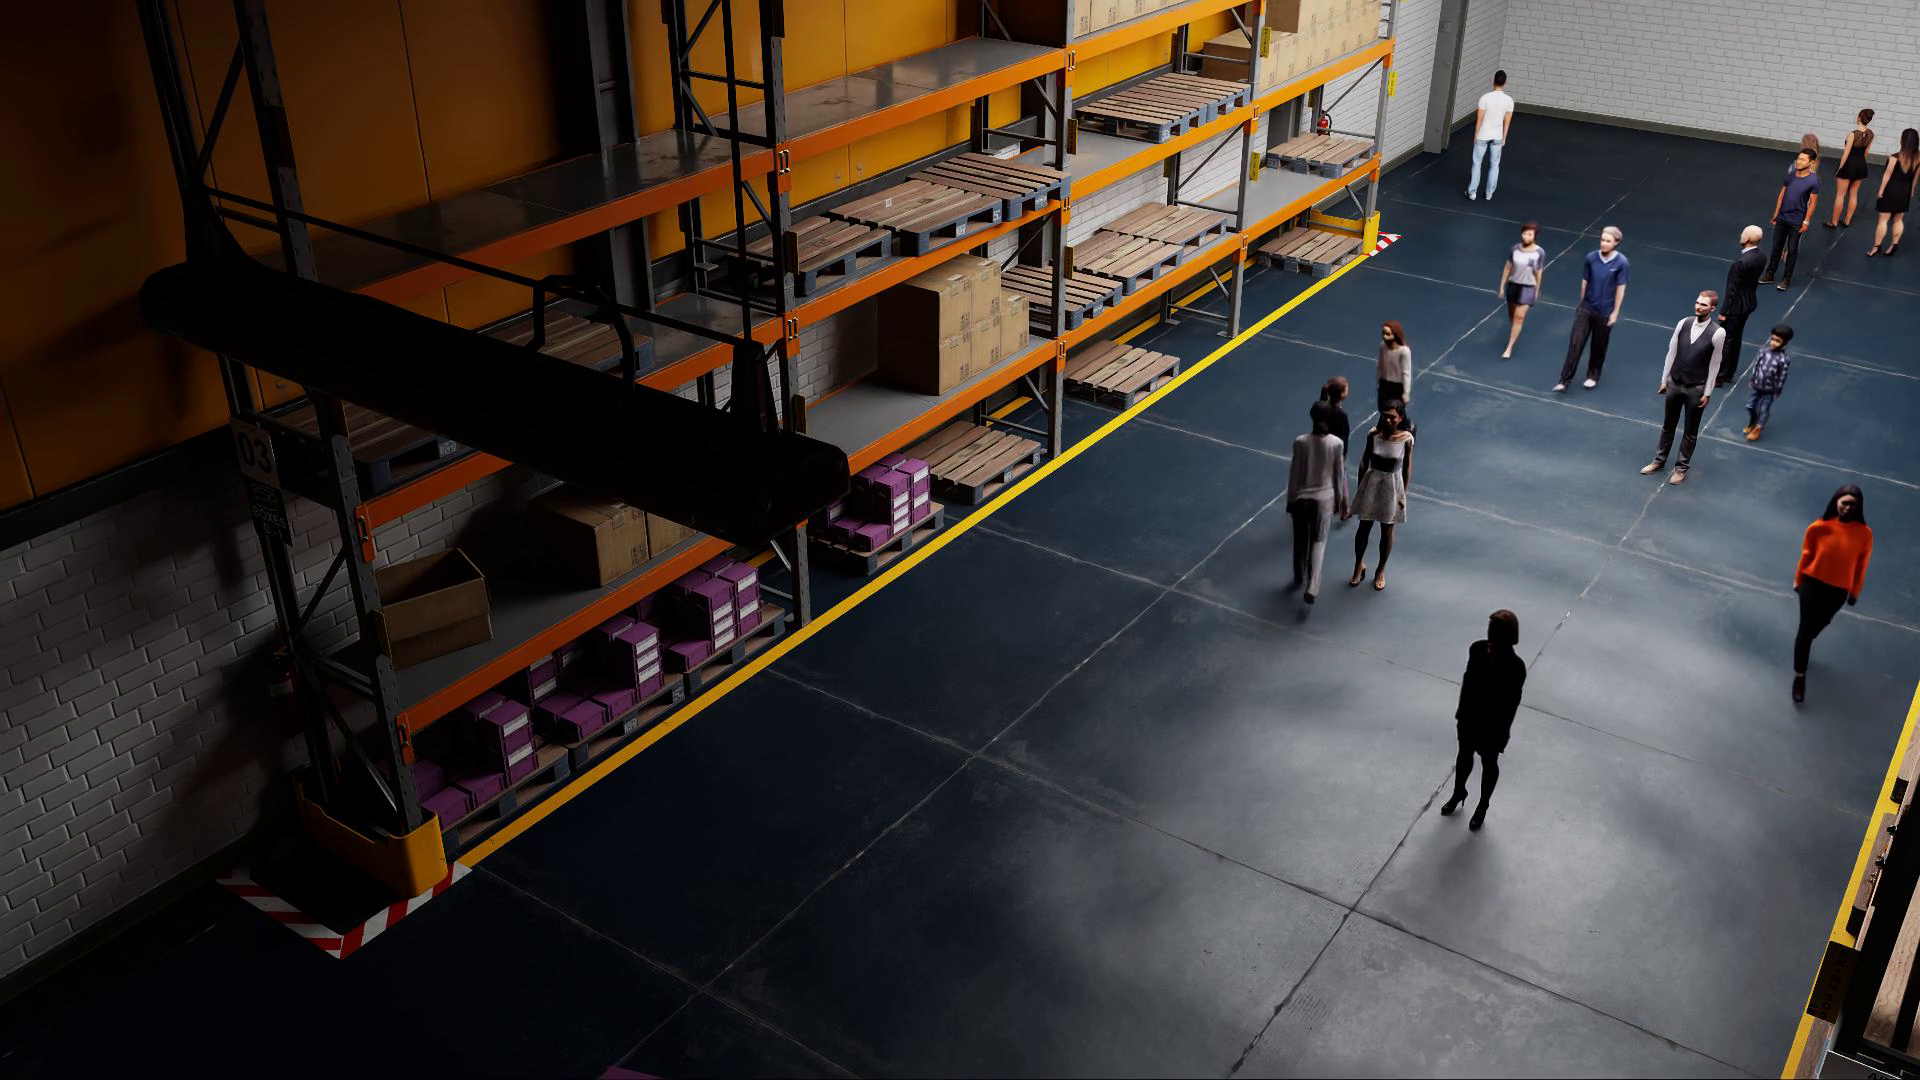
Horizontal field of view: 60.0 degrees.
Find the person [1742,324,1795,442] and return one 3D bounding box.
[{"bbox_3d":[8.317,-1.630,17.083,0.579,1.247,0.562,-20,34,-32],"label":"person"}]

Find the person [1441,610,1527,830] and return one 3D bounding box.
[{"bbox_3d":[3.605,1.212,11.395,0.605,1.706,0.646,-20,34,-32],"label":"person"}]

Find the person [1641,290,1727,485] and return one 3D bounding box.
[{"bbox_3d":[7.072,-1.507,16.136,0.649,1.938,0.719,-22,36,-35],"label":"person"}]

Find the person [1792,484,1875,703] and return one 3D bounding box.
[{"bbox_3d":[6.755,0.341,12.984,0.833,1.712,1.151,9,30,16],"label":"person"}]

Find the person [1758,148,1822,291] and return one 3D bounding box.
[{"bbox_3d":[10.501,-4.062,20.971,0.667,1.793,0.713,-17,33,-29],"label":"person"}]

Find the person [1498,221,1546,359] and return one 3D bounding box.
[{"bbox_3d":[6.479,-2.920,19.156,0.575,1.527,1.024,18,33,29],"label":"person"}]

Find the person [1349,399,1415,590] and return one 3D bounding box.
[{"bbox_3d":[3.616,-0.388,14.257,0.713,1.773,0.715,10,30,18],"label":"person"}]

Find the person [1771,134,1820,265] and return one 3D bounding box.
[{"bbox_3d":[10.956,-4.397,21.667,0.744,1.714,0.810,-15,32,-25],"label":"person"}]

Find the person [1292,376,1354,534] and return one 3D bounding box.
[{"bbox_3d":[3.296,-0.752,15.188,1.104,1.521,0.796,-19,34,-30],"label":"person"}]

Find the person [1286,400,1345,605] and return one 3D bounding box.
[{"bbox_3d":[2.982,-0.284,14.096,0.845,1.744,1.084,7,29,12],"label":"person"}]

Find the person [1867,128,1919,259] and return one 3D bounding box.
[{"bbox_3d":[12.391,-4.574,21.994,0.752,1.713,0.805,-4,29,-7],"label":"person"}]

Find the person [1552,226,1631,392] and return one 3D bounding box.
[{"bbox_3d":[6.979,-2.518,18.088,0.673,1.844,0.988,19,34,31],"label":"person"}]

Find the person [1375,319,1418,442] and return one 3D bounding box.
[{"bbox_3d":[4.391,-1.532,16.677,0.906,1.464,0.733,-24,37,-36],"label":"person"}]

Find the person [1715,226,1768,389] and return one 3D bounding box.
[{"bbox_3d":[8.517,-2.559,18.207,0.634,1.802,0.806,-22,35,-34],"label":"person"}]

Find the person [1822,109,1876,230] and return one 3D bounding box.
[{"bbox_3d":[12.401,-5.167,23.121,0.673,1.675,0.739,-6,29,-11],"label":"person"}]

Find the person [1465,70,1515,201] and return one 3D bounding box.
[{"bbox_3d":[7.737,-5.902,24.272,0.755,1.862,0.760,1,29,2],"label":"person"}]
